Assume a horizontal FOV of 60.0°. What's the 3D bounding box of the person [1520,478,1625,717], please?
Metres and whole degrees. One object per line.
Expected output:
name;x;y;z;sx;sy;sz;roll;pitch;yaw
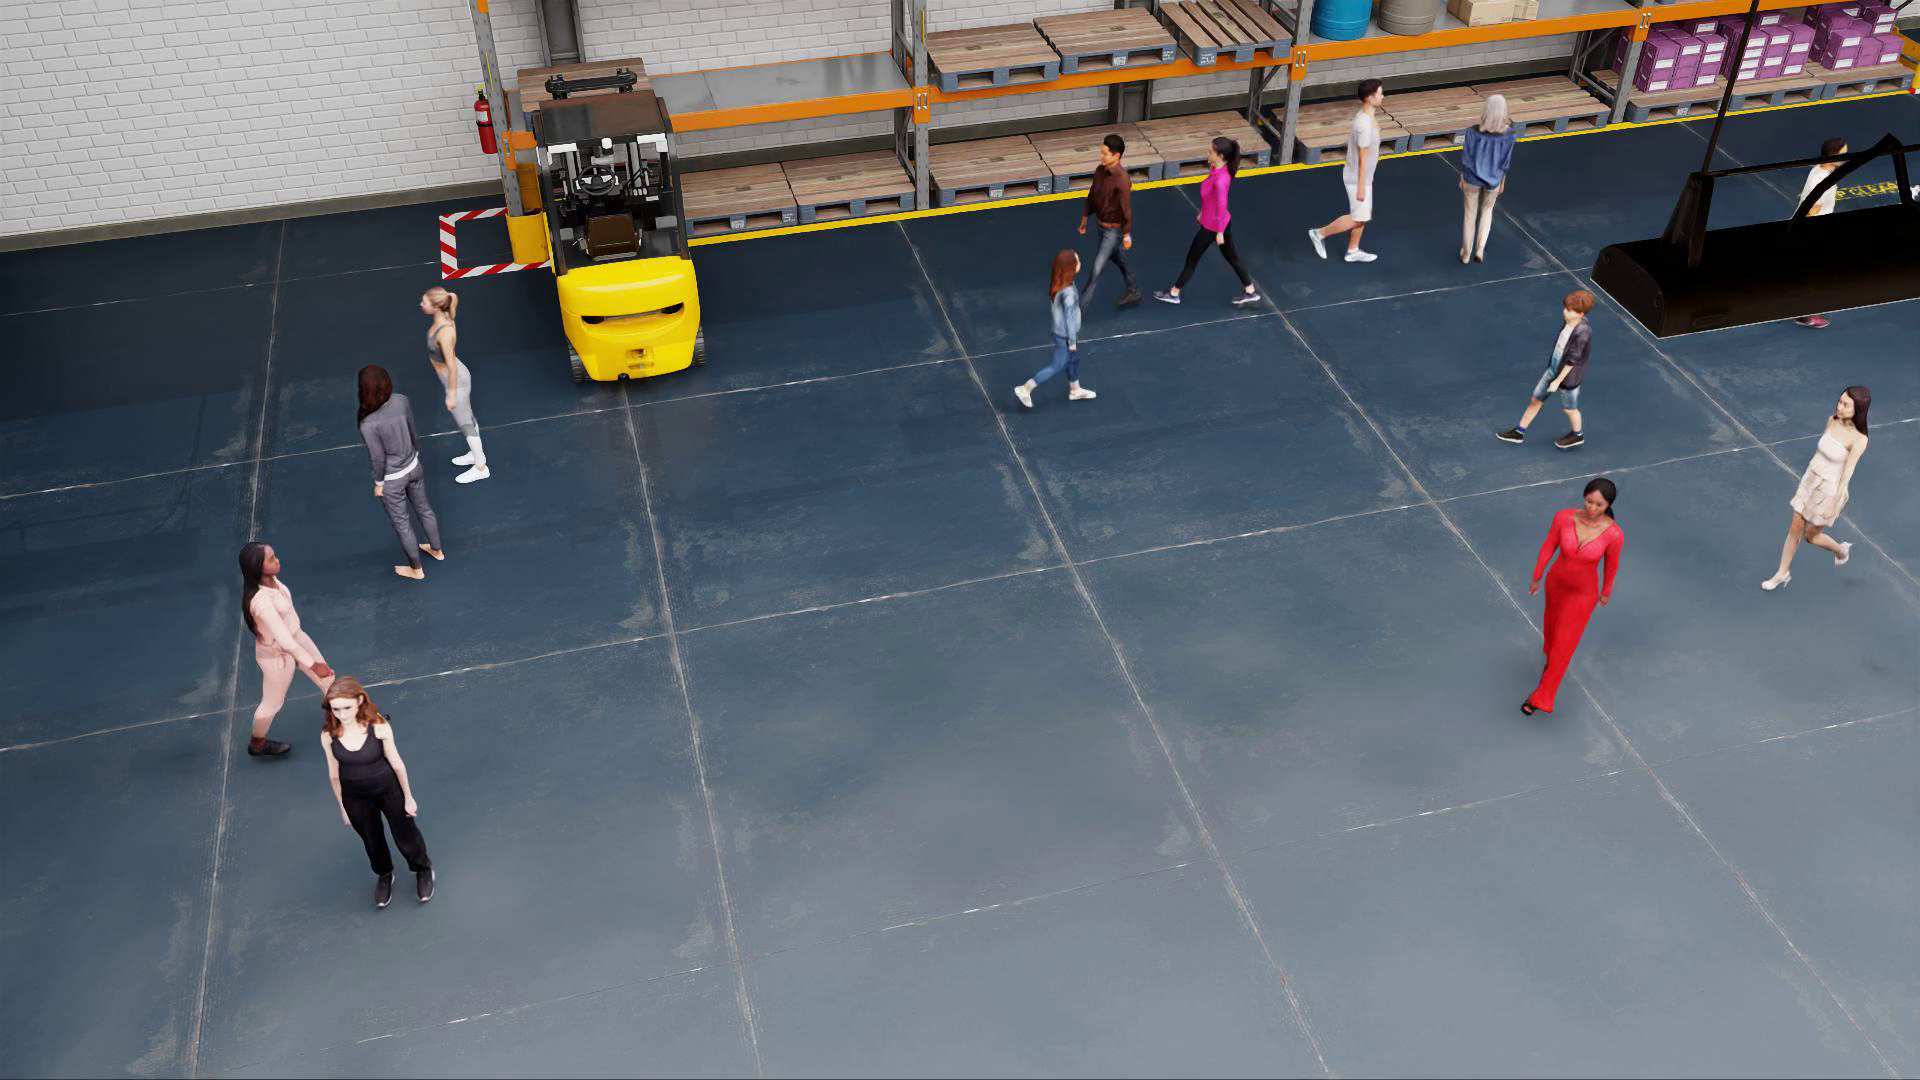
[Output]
person;4.076;0.299;11.003;1.075;1.736;1.232;27;46;29

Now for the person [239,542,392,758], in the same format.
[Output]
person;-4.349;0.750;10.475;1.126;1.680;0.647;-8;39;-10

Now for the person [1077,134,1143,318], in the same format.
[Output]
person;1.414;-2.786;14.862;1.201;1.730;0.830;-17;42;-20

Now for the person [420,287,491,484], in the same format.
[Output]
person;-3.916;-1.220;12.923;0.530;1.702;0.557;-10;40;-12

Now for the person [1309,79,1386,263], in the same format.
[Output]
person;3.653;-3.416;15.560;1.057;1.842;0.950;9;40;11

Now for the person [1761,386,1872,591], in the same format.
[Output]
person;6.199;-0.333;11.798;0.888;1.720;0.622;-6;39;-7

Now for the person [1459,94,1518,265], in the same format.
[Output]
person;4.889;-3.314;15.566;0.768;1.687;0.809;5;39;7

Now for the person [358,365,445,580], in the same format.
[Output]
person;-4.039;-0.501;11.970;0.730;1.768;0.688;17;41;20

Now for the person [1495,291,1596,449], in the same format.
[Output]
person;4.889;-1.321;13.284;0.962;1.410;0.601;-6;39;-7

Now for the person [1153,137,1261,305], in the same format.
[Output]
person;2.395;-2.805;14.961;1.278;1.647;0.946;6;39;7

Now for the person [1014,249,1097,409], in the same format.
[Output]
person;0.787;-1.716;13.744;0.975;1.453;0.653;-5;39;-6

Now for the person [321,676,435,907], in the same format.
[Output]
person;-3.364;1.431;9.570;0.455;1.745;0.645;-7;39;-8
